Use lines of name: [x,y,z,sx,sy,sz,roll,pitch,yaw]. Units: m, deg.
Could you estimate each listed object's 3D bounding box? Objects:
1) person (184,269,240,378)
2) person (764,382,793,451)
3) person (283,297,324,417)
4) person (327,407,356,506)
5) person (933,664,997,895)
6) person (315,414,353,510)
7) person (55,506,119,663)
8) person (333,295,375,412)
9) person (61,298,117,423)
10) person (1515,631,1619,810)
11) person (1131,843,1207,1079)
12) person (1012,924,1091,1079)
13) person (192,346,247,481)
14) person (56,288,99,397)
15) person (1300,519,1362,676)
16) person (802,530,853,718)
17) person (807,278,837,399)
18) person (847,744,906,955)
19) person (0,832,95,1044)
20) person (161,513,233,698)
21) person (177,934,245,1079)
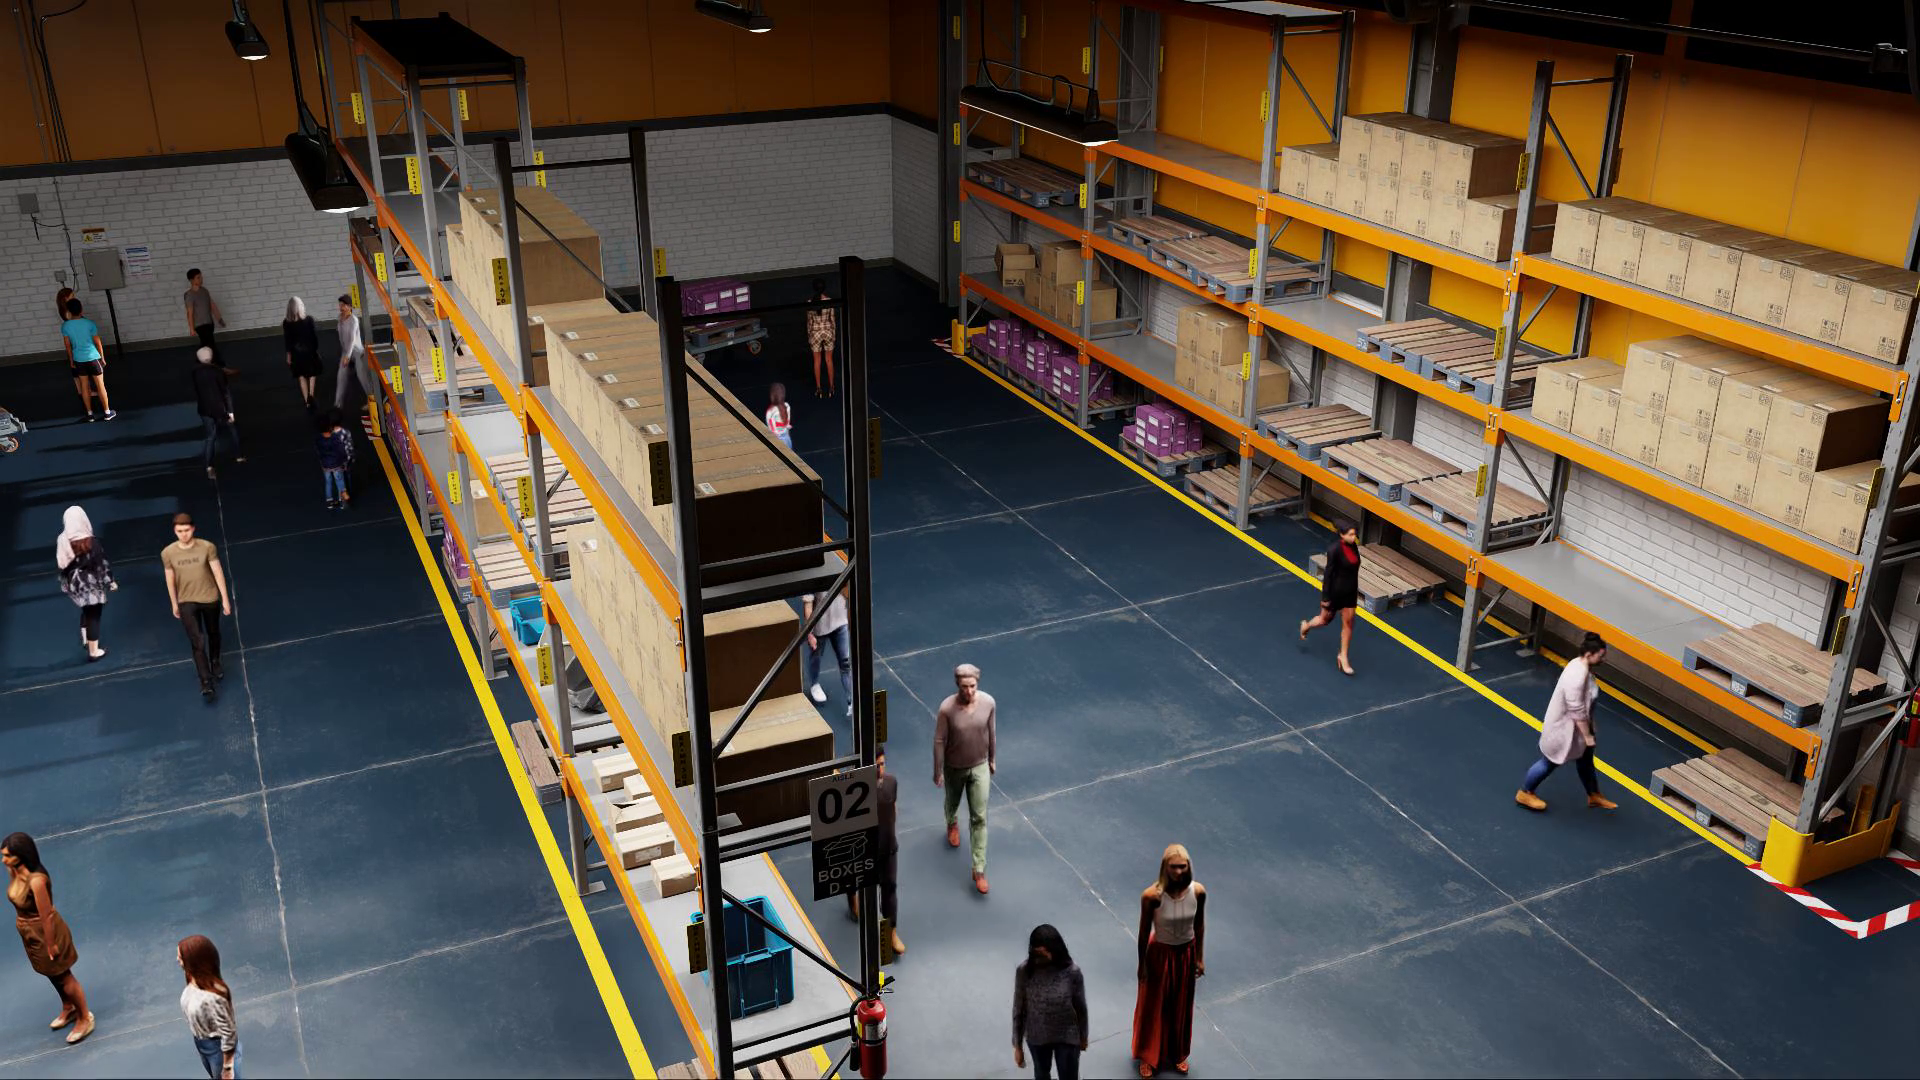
person: [-11.580,-3.279,25.306,1.117,1.678,1.132,5,24,12]
person: [-2.229,-1.178,20.583,0.684,1.612,0.670,14,27,29]
person: [-9.305,-2.587,23.648,0.663,1.738,0.807,-9,25,-21]
person: [-7.715,-1.029,20.717,0.517,1.232,0.823,-12,26,-25]
person: [0.029,1.803,13.480,0.940,1.839,1.354,-4,24,-8]
person: [-7.790,-0.975,20.606,0.596,1.223,0.627,3,24,7]
person: [-8.880,0.487,16.786,0.788,1.603,0.824,4,24,8]
person: [-8.614,-2.671,23.839,1.019,1.740,1.000,15,28,30]
person: [-12.349,-2.553,23.519,0.639,1.780,0.563,-7,25,-15]
person: [5.106,1.571,14.187,1.164,1.698,1.008,14,27,29]
person: [1.413,2.819,11.203,0.679,1.802,0.644,-5,24,-11]
person: [0.578,3.119,10.666,1.000,1.681,1.168,2,24,5]
person: [-9.614,-1.632,21.502,1.047,1.758,1.208,0,24,-1]
person: [-13.063,-2.925,24.563,0.632,1.626,0.724,18,29,35]
person: [3.739,0.537,16.659,0.626,1.613,0.995,-14,27,-28]
person: [-1.309,0.765,15.850,0.771,1.843,1.178,-14,27,-28]
person: [-2.029,-2.967,24.451,0.640,1.792,0.628,-4,24,-9]
person: [-0.708,2.254,12.636,0.653,1.689,1.060,-12,26,-25]
person: [-6.348,2.742,11.527,0.589,1.683,0.697,17,29,33]
person: [-7.461,0.573,16.328,0.666,1.811,1.134,-11,26,-23]
person: [-4.646,3.189,10.450,0.682,1.728,0.515,-18,30,-36]
